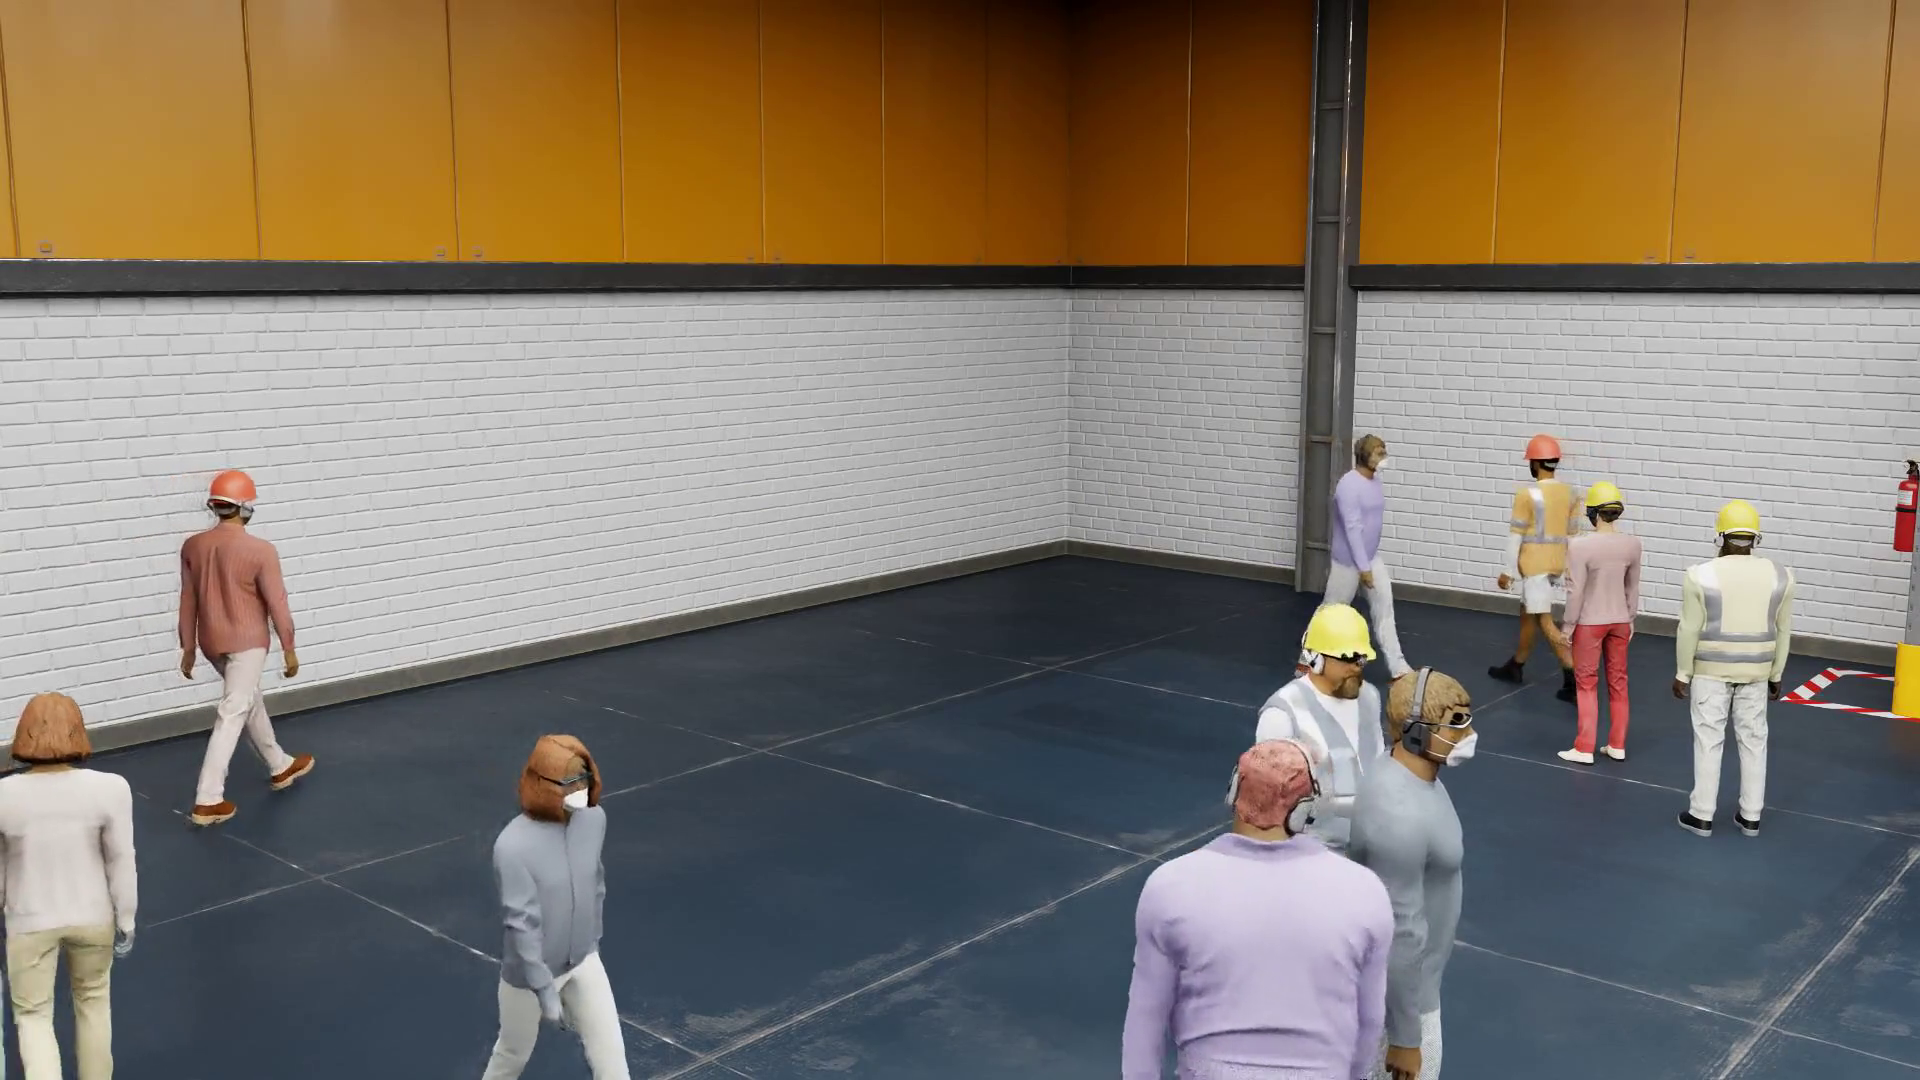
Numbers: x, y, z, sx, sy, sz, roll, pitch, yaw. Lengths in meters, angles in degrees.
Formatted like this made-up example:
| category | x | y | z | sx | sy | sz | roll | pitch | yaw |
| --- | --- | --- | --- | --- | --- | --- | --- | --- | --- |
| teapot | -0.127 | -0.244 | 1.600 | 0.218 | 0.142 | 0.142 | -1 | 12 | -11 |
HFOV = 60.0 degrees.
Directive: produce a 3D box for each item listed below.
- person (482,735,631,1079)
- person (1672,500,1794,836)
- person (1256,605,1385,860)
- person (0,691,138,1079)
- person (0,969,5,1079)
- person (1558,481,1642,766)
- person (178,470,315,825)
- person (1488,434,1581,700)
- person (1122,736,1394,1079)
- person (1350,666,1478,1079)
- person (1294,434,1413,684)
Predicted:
| category | x | y | z | sx | sy | sz | roll | pitch | yaw |
| --- | --- | --- | --- | --- | --- | --- | --- | --- | --- |
| person | -1.303 | 1.393 | 5.402 | 0.894 | 1.584 | 0.496 | 6 | 11 | 35 |
| person | 4.154 | 0.696 | 8.996 | 0.591 | 1.833 | 0.404 | 1 | 9 | 3 |
| person | 1.388 | 1.130 | 6.321 | 0.608 | 1.815 | 0.423 | -8 | 12 | -40 |
| person | -3.079 | 1.329 | 5.695 | 0.501 | 1.614 | 0.653 | -5 | 10 | -29 |
| person | -2.548 | 1.568 | 4.166 | 0.506 | 1.621 | 0.527 | 2 | 9 | 11 |
| person | 3.960 | 0.517 | 10.334 | 0.533 | 1.767 | 0.326 | -3 | 9 | -17 |
| person | -4.067 | 0.572 | 9.432 | 0.642 | 1.939 | 1.052 | 3 | 10 | 18 |
| person | 4.246 | 0.187 | 12.027 | 0.535 | 1.897 | 0.978 | -5 | 10 | -29 |
| person | 0.740 | 1.432 | 4.265 | 0.665 | 1.869 | 0.587 | 1 | 9 | 6 |
| person | 1.279 | 1.310 | 4.810 | 0.354 | 1.937 | 0.635 | 2 | 9 | 15 |
| person | 2.940 | 0.168 | 12.180 | 1.036 | 1.889 | 0.637 | 8 | 12 | 40 |
